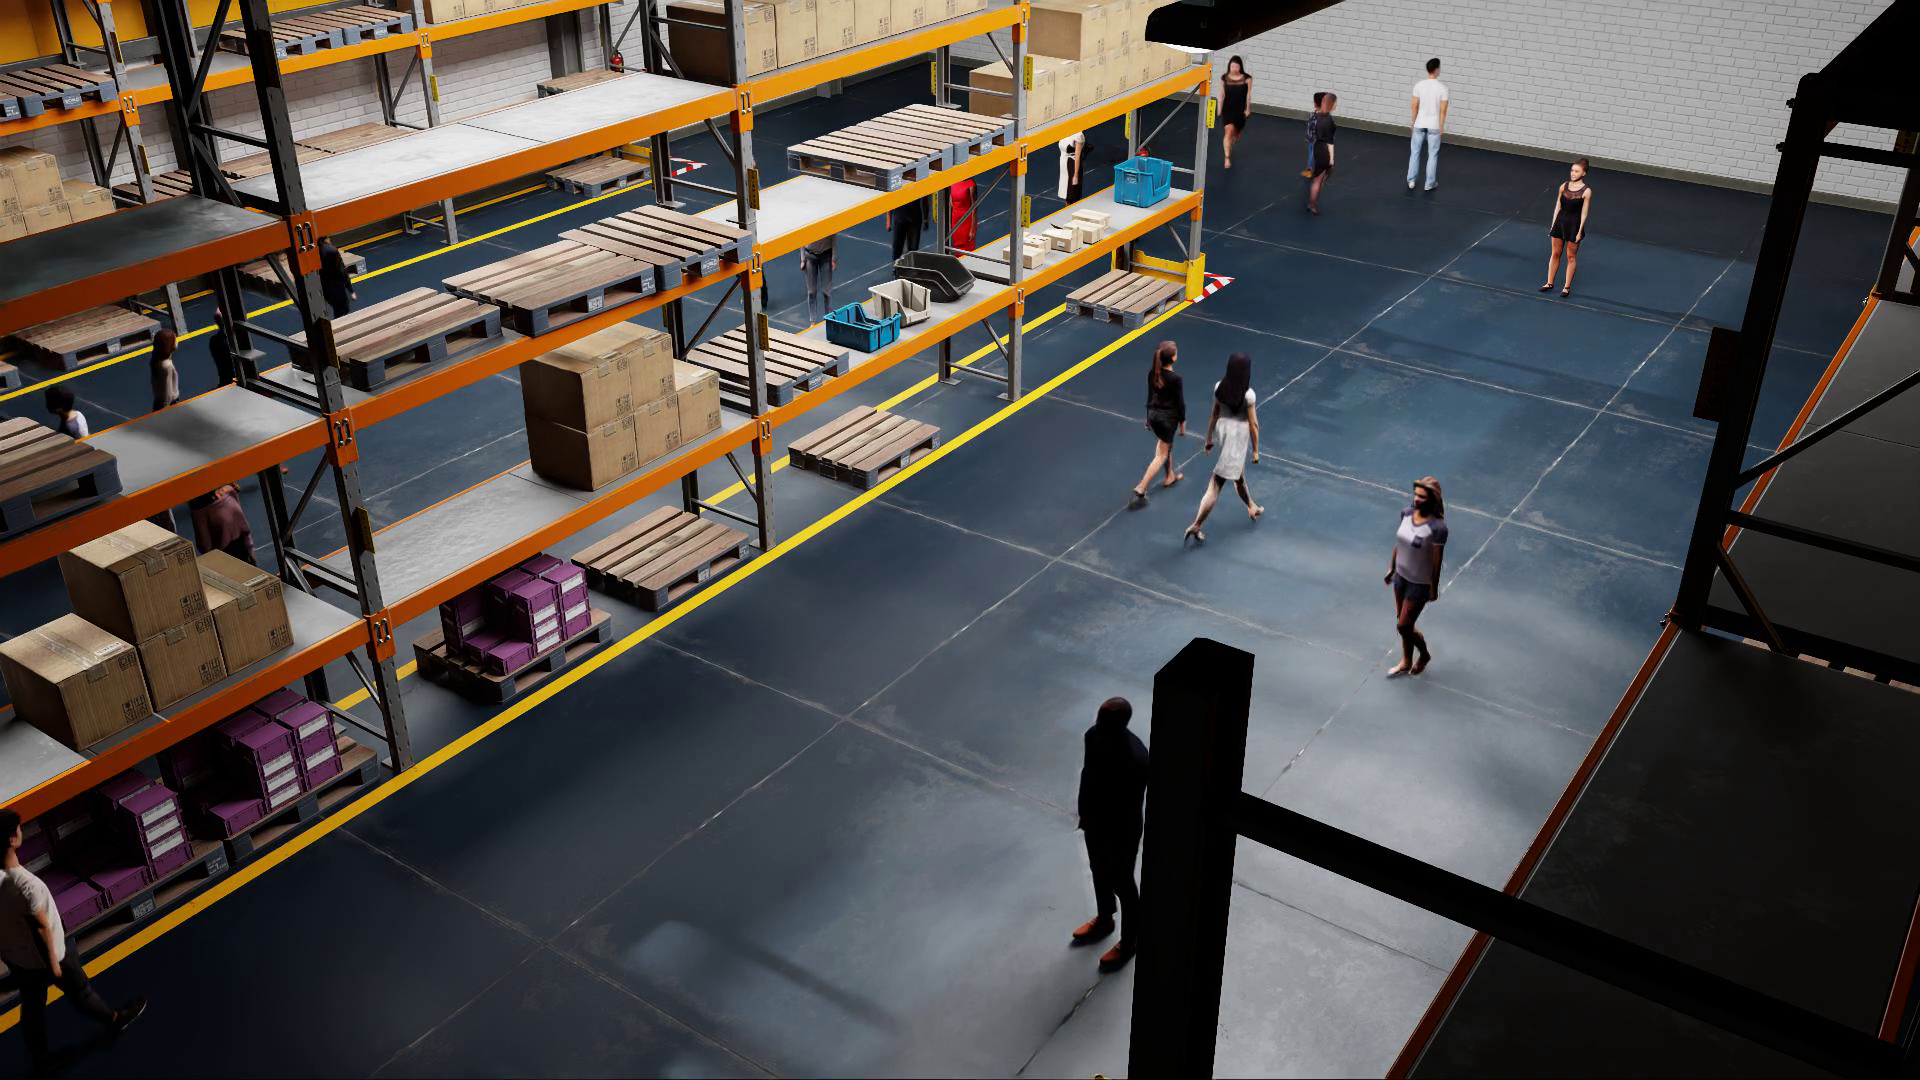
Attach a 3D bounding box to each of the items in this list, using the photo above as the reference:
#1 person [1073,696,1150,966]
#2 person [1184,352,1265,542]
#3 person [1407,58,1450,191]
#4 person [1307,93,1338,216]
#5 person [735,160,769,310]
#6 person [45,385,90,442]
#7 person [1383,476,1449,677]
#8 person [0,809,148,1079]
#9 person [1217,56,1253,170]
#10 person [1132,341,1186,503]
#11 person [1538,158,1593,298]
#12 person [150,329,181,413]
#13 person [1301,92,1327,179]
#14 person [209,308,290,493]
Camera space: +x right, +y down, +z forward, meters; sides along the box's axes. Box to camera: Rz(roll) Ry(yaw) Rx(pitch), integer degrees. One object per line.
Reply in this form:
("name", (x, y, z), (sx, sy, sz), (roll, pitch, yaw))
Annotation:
("person", (0.927, 1.711, 9.958), (0.744, 1.819, 0.775), (-17, 33, -28))
("person", (2.309, -0.746, 14.572), (1.205, 1.712, 0.783), (-24, 37, -37))
("person", (6.775, -6.019, 24.082), (0.691, 1.862, 0.590), (15, 32, 26))
("person", (4.912, -5.299, 22.936), (0.763, 1.696, 0.700), (-4, 29, -8))
("person", (-2.425, -3.638, 19.723), (0.752, 1.857, 0.760), (-19, 34, -31))
("person", (-7.616, -0.636, 14.541), (0.709, 1.549, 0.676), (-11, 31, -20))
("person", (3.536, 0.278, 12.686), (0.761, 1.720, 0.715), (-13, 31, -22))
("person", (-5.133, 2.250, 9.093), (0.733, 1.701, 0.941), (14, 32, 24))
("person", (4.130, -6.470, 25.102), (0.930, 1.678, 1.105), (5, 29, 9))
("person", (1.844, -1.085, 15.386), (0.641, 1.527, 1.063), (24, 37, 37))
("person", (7.406, -3.809, 20.227), (0.608, 1.674, 0.612), (-26, 38, -38))
("person", (-7.568, -1.217, 15.741), (1.057, 1.420, 0.668), (-23, 36, -35))
("person", (5.297, -6.033, 24.747), (0.523, 1.250, 0.619), (-15, 32, -25))
("person", (-6.765, -1.283, 15.484), (0.733, 1.782, 0.976), (23, 36, 36))
